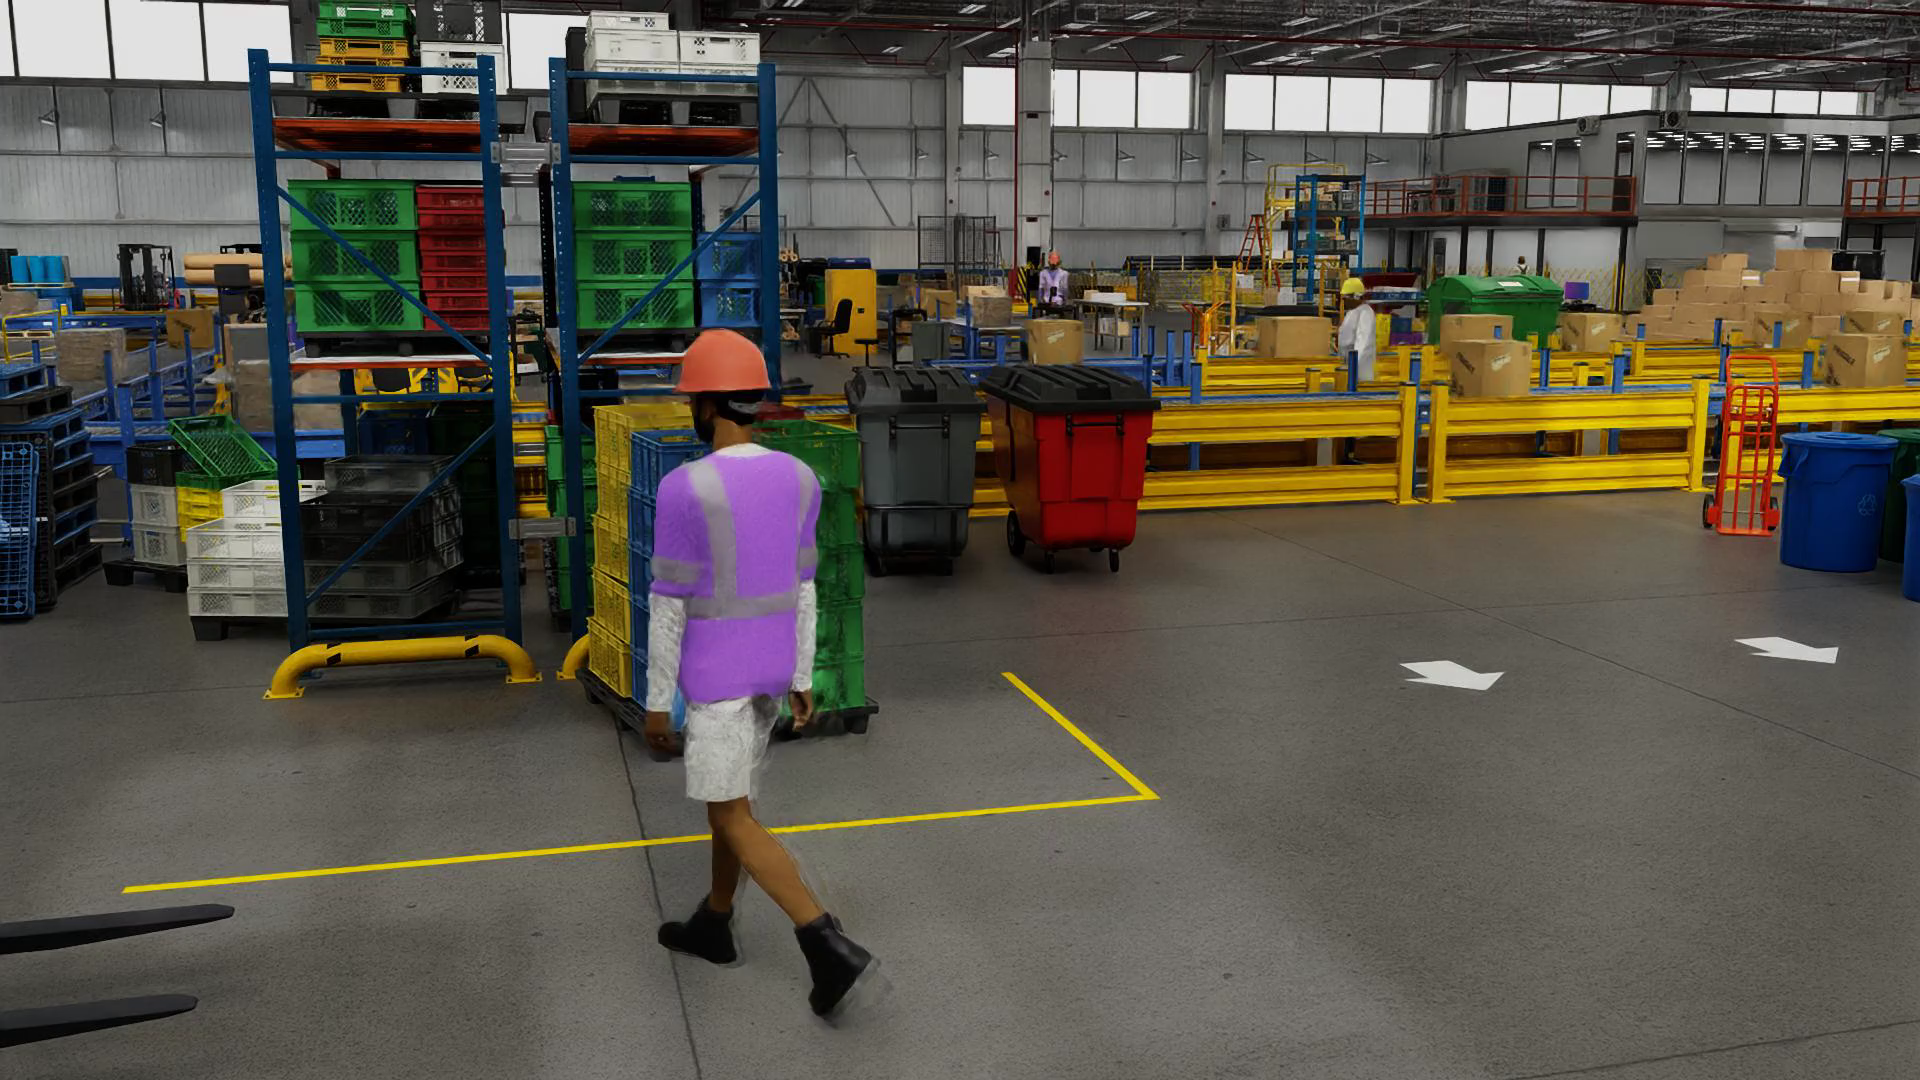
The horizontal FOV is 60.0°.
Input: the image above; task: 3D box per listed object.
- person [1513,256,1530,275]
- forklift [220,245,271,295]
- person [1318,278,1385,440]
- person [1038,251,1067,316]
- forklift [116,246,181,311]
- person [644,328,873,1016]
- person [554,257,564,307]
[{"bbox_3d":[16.713,-7.539,49.577,0.514,1.842,0.328,-1,10,-5],"label":"person"},{"bbox_3d":[-17.749,-6.334,41.440,1.157,1.987,2.680,-3,10,-17],"label":"forklift"},{"bbox_3d":[4.226,-1.938,18.028,0.931,1.780,0.613,-2,10,-11],"label":"person"},{"bbox_3d":[1.944,-5.038,34.911,0.605,2.018,0.467,1,10,5],"label":"person"},{"bbox_3d":[-19.966,-6.232,40.894,1.157,1.987,2.680,-3,10,-15],"label":"forklift"},{"bbox_3d":[-0.579,0.370,4.641,0.886,1.909,0.555,8,13,38],"label":"person"},{"bbox_3d":[-8.838,-5.251,36.469,0.485,1.892,0.669,-4,11,-21],"label":"person"}]
